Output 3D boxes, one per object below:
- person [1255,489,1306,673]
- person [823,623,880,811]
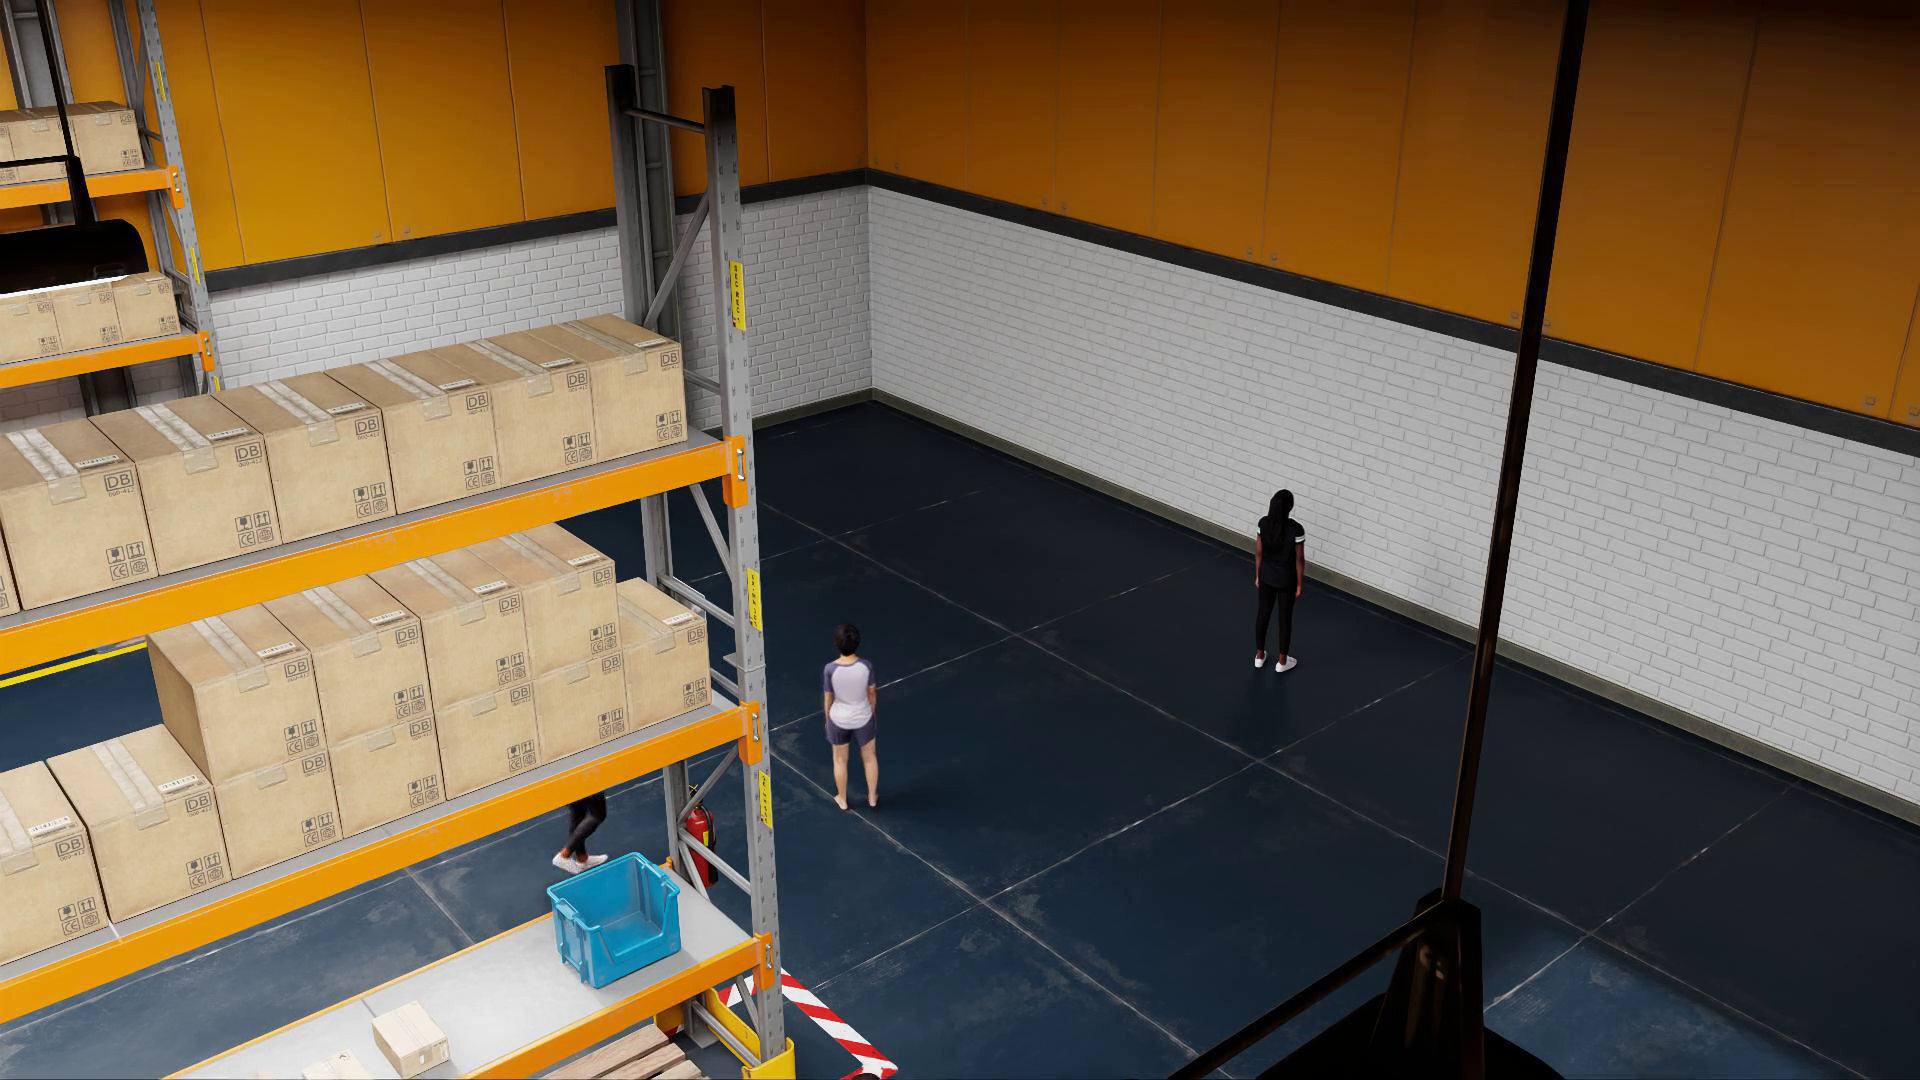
[{"bbox_3d":[2.846,0.350,14.874,0.681,1.729,0.681,14,27,29],"label":"person"},{"bbox_3d":[-0.839,1.357,12.778,0.618,1.563,0.710,-3,24,-6],"label":"person"}]
